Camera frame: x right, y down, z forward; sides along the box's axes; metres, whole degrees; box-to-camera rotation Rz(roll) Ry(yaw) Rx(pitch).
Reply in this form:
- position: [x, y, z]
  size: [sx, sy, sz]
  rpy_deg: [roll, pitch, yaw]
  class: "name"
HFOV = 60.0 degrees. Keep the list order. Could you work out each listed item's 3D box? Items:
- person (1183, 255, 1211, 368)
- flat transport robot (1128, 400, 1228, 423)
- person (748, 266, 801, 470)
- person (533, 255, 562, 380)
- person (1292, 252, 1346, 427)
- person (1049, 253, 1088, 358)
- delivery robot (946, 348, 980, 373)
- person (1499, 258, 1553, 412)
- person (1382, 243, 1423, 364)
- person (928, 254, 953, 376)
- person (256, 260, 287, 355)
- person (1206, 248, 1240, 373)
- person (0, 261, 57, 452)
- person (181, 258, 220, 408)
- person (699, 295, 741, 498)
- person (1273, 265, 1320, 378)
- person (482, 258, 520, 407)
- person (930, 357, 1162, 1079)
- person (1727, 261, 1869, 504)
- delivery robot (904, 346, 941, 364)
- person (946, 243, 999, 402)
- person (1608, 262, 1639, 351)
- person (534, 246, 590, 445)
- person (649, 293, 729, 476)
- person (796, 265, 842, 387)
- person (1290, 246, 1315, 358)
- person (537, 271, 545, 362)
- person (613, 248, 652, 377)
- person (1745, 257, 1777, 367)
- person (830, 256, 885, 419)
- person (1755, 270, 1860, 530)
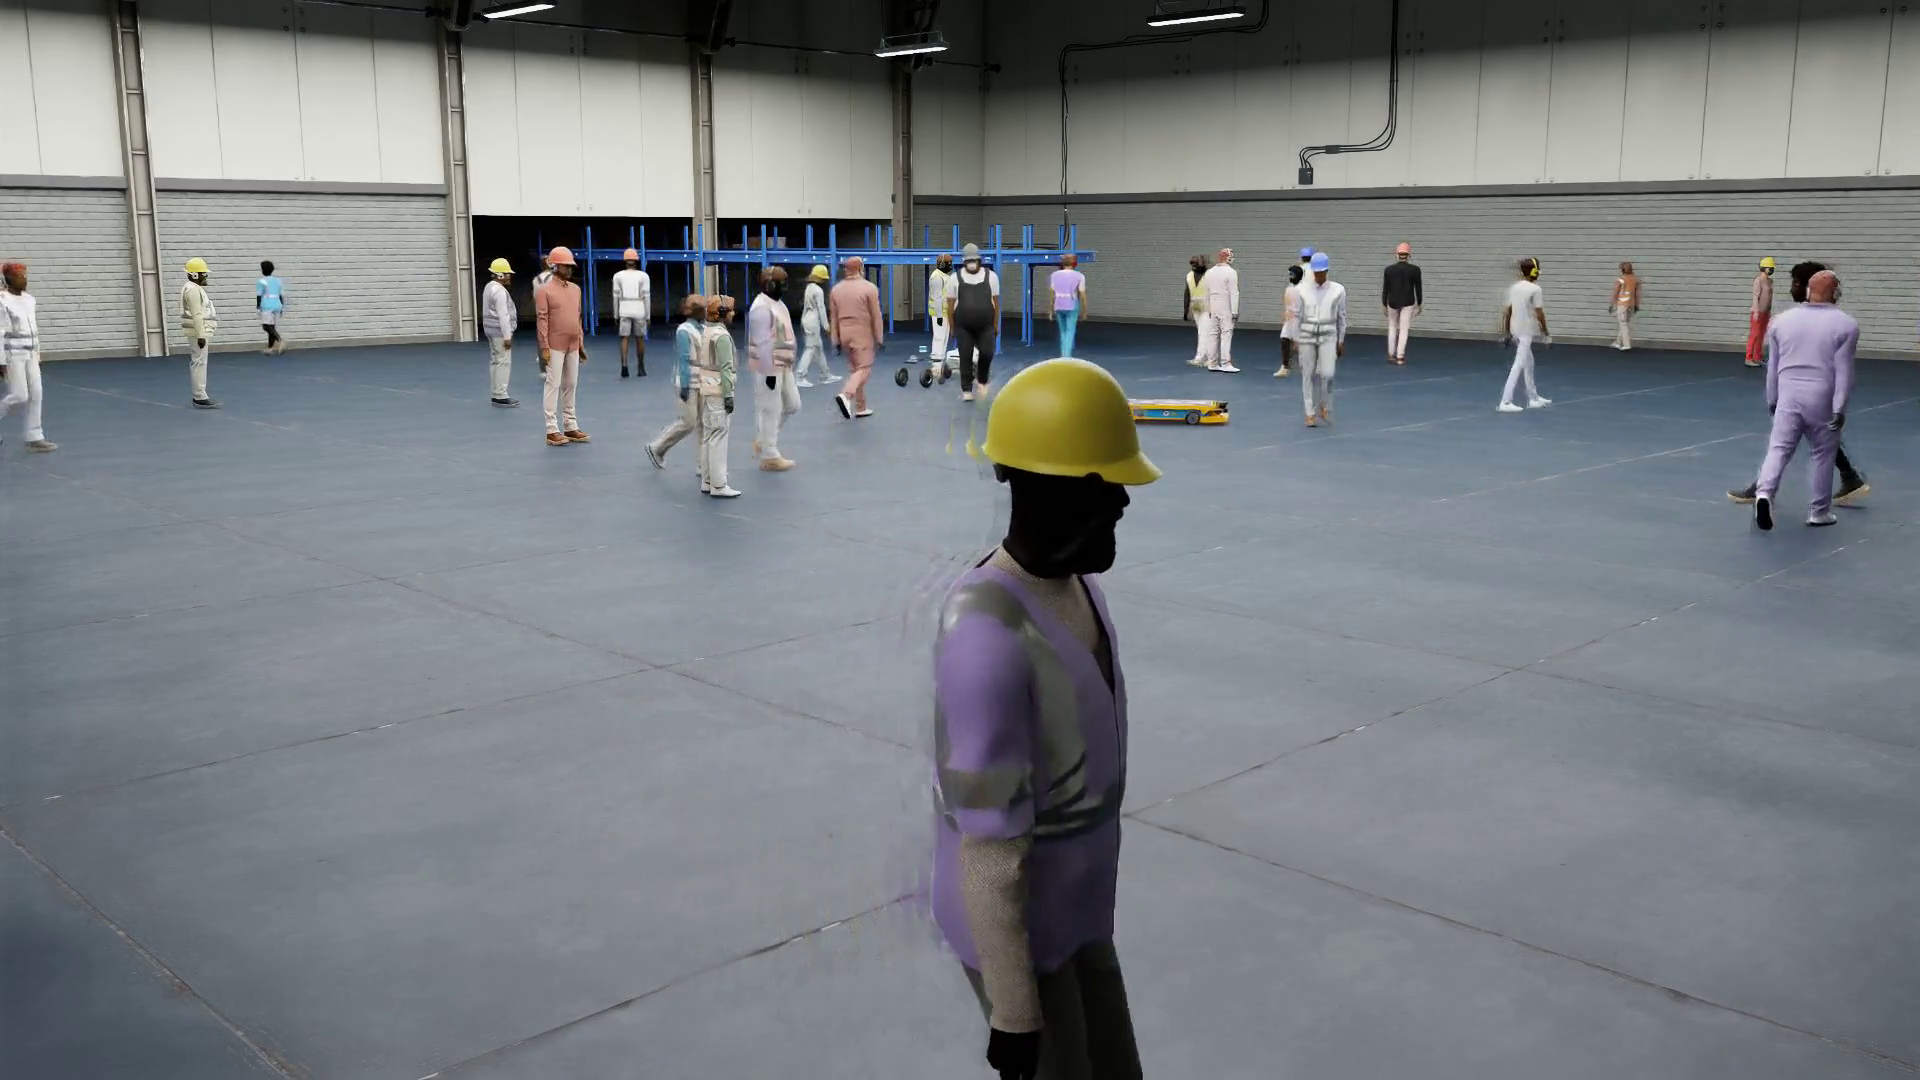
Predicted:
- position: [3.886, -3.671, 26.715]
  size: [0.900, 1.792, 0.650]
  rpy_deg: [-9, 14, -41]
  class: "person"
- position: [2.355, -1.487, 19.079]
  size: [1.431, 0.197, 0.652]
  rpy_deg: [2, 10, 8]
  class: "flat transport robot"
- position: [-1.682, -1.552, 15.063]
  size: [0.446, 1.830, 0.654]
  rpy_deg: [2, 11, 9]
  class: "person"
- position: [-6.019, -3.282, 24.539]
  size: [0.526, 1.808, 0.788]
  rpy_deg: [4, 11, 21]
  class: "person"
- position: [3.955, -2.203, 18.361]
  size: [0.594, 1.920, 0.536]
  rpy_deg: [2, 11, 10]
  class: "person"
- position: [1.762, -3.657, 26.542]
  size: [0.606, 1.823, 0.628]
  rpy_deg: [6, 12, 29]
  class: "person"
- position: [0.087, -2.734, 24.853]
  size: [0.477, 0.478, 0.707]
  rpy_deg: [5, 12, 26]
  class: "delivery robot"
- position: [6.914, -2.467, 20.053]
  size: [0.900, 1.834, 0.520]
  rpy_deg: [-3, 11, -15]
  class: "person"
- position: [7.375, -3.926, 27.649]
  size: [0.623, 1.966, 0.821]
  rpy_deg: [5, 11, 25]
  class: "person"
- position: [-0.254, -3.415, 25.233]
  size: [0.431, 1.836, 0.619]
  rpy_deg: [3, 11, 14]
  class: "person"
- position: [-12.119, -4.083, 29.296]
  size: [0.732, 1.678, 0.546]
  rpy_deg: [5, 12, 26]
  class: "person"
- position: [4.108, -3.565, 25.836]
  size: [0.401, 1.907, 0.646]
  rpy_deg: [-7, 12, -32]
  class: "person"
- position: [-9.289, -1.797, 16.323]
  size: [0.632, 1.866, 0.581]
  rpy_deg: [1, 10, 8]
  class: "person"
- position: [-9.395, -2.561, 20.564]
  size: [0.403, 1.830, 0.600]
  rpy_deg: [-6, 12, -28]
  class: "person"
- position: [-1.964, -1.172, 13.551]
  size: [0.318, 1.631, 0.514]
  rpy_deg: [-5, 11, -23]
  class: "person"
- position: [5.067, -3.265, 24.830]
  size: [0.739, 1.669, 0.534]
  rpy_deg: [-5, 11, -25]
  class: "person"
- position: [-5.713, -2.583, 20.687]
  size: [0.403, 1.829, 0.600]
  rpy_deg: [-6, 12, -30]
  class: "person"
- position: [0.116, 0.637, 2.885]
  size: [0.545, 1.912, 0.613]
  rpy_deg: [3, 11, 17]
  class: "person"
- position: [6.694, -1.227, 13.075]
  size: [0.991, 1.924, 0.611]
  rpy_deg: [4, 11, 19]
  class: "person"
- position: [-0.530, -2.634, 23.599]
  size: [0.335, 0.223, 0.698]
  rpy_deg: [6, 12, 31]
  class: "delivery robot"
- position: [0.165, -2.777, 21.285]
  size: [0.697, 2.000, 0.540]
  rpy_deg: [-1, 10, -5]
  class: "person"
- position: [12.220, -4.307, 30.685]
  size: [0.539, 1.604, 0.709]
  rpy_deg: [-4, 11, -20]
  class: "person"
- position: [-4.057, -1.985, 16.978]
  size: [0.376, 1.996, 0.608]
  rpy_deg: [6, 12, 29]
  class: "person"
- position: [-2.402, -1.363, 14.642]
  size: [0.653, 1.614, 0.530]
  rpy_deg: [3, 11, 16]
  class: "person"
- position: [-2.005, -3.004, 23.352]
  size: [0.756, 1.687, 0.550]
  rpy_deg: [-5, 11, -24]
  class: "person"
- position: [5.972, -4.083, 28.611]
  size: [0.626, 1.923, 0.830]
  rpy_deg: [3, 11, 17]
  class: "person"
- position: [-6.598, -3.579, 26.719]
  size: [0.801, 1.593, 0.526]
  rpy_deg: [5, 11, 25]
  class: "person"
- position: [-4.918, -3.415, 24.966]
  size: [0.562, 1.933, 0.551]
  rpy_deg: [-1, 10, -3]
  class: "person"
- position: [12.984, -3.686, 26.905]
  size: [0.517, 1.757, 0.336]
  rpy_deg: [-9, 14, -40]
  class: "person"
- position: [-1.225, -2.332, 19.200]
  size: [0.645, 1.878, 0.809]
  rpy_deg: [7, 13, 34]
  class: "person"
- position: [6.093, -1.008, 12.019]
  size: [0.893, 1.875, 0.650]
  rpy_deg: [-9, 14, -40]
  class: "person"
